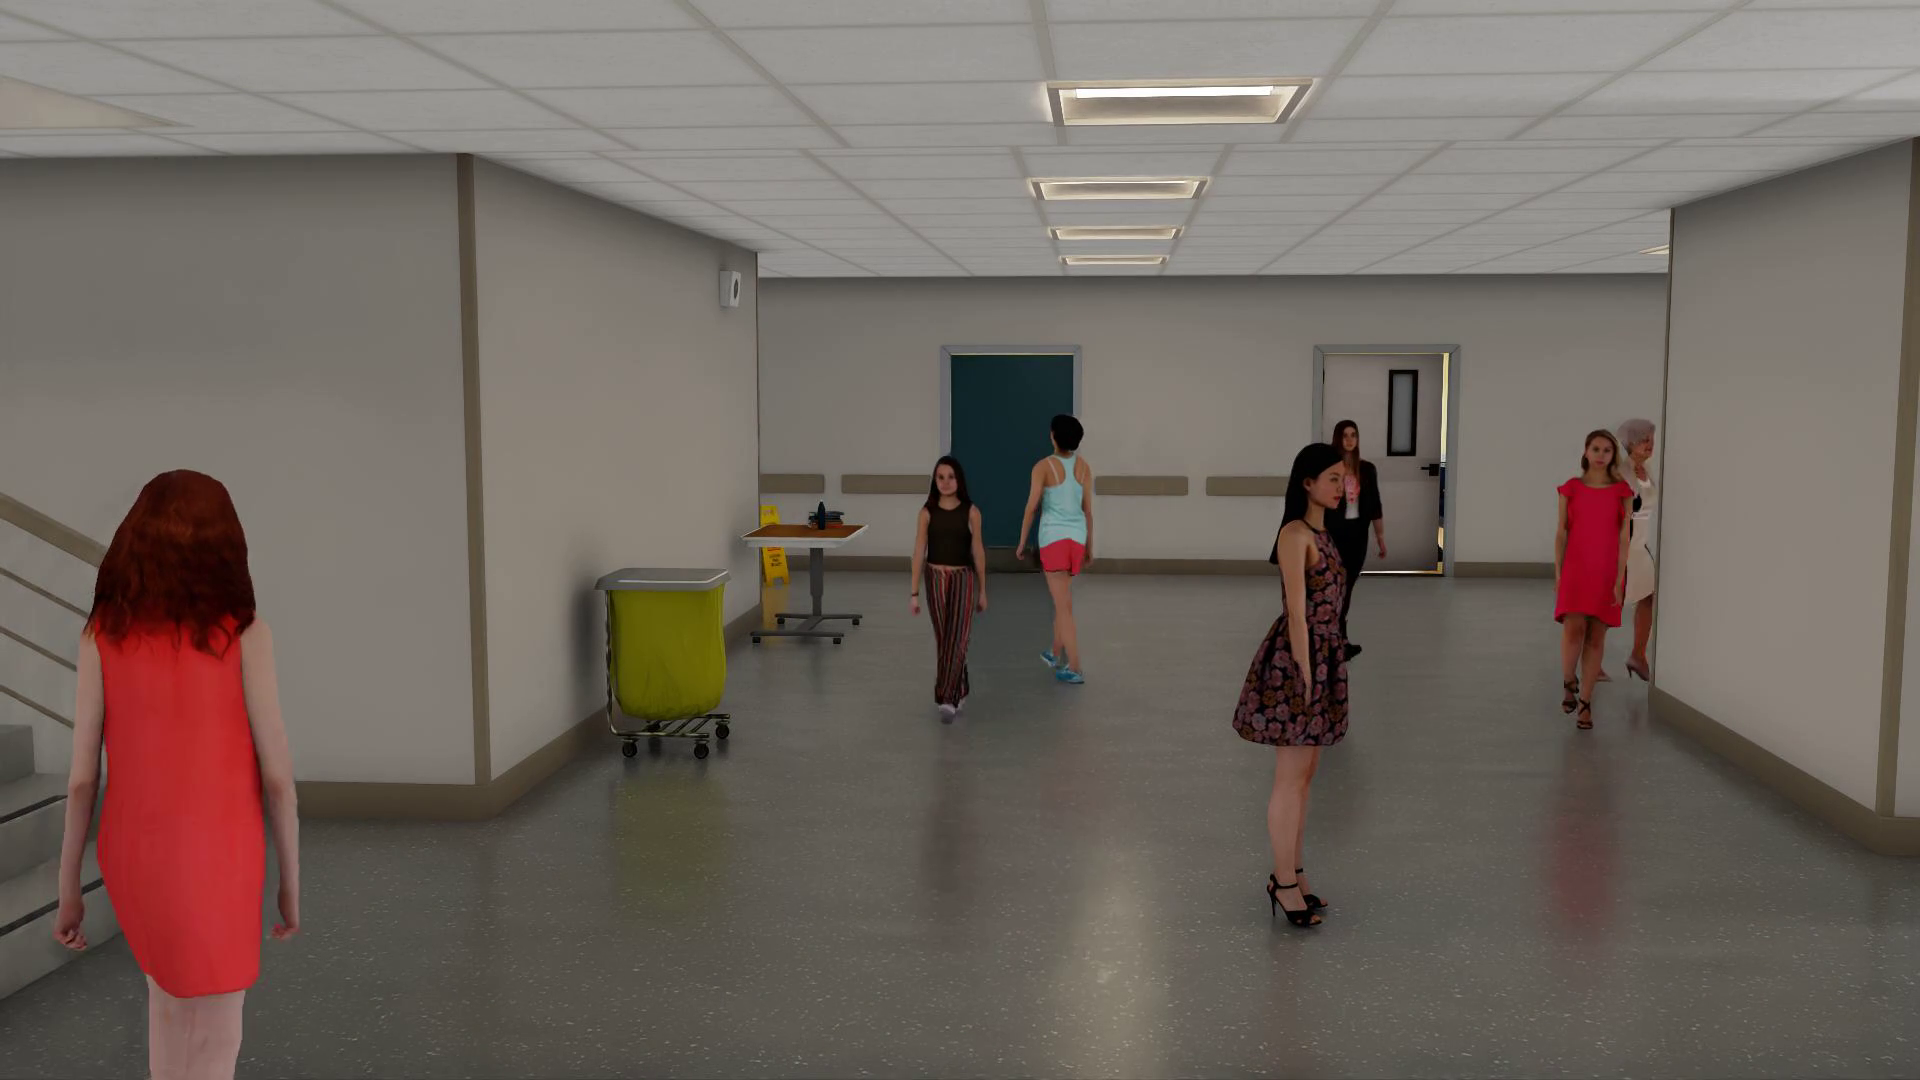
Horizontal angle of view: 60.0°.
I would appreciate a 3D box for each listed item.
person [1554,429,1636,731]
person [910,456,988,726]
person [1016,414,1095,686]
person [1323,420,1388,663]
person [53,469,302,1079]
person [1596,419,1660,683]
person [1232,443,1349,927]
[{"bbox_3d":[3.632,0.216,9.552,0.639,1.714,0.683,2,6,18],"label":"person"},{"bbox_3d":[-0.048,0.290,9.742,0.975,1.527,0.704,1,6,11],"label":"person"},{"bbox_3d":[0.703,0.076,10.817,1.013,1.738,0.978,-3,7,-29],"label":"person"},{"bbox_3d":[2.693,0.016,11.750,1.078,1.671,0.836,-1,6,-9],"label":"person"},{"bbox_3d":[-1.677,0.784,3.529,1.140,1.789,0.852,-1,6,-7],"label":"person"},{"bbox_3d":[4.224,0.089,10.802,0.866,1.717,0.920,-4,7,-35],"label":"person"},{"bbox_3d":[1.283,0.523,6.189,0.780,1.775,0.757,3,6,25],"label":"person"}]
